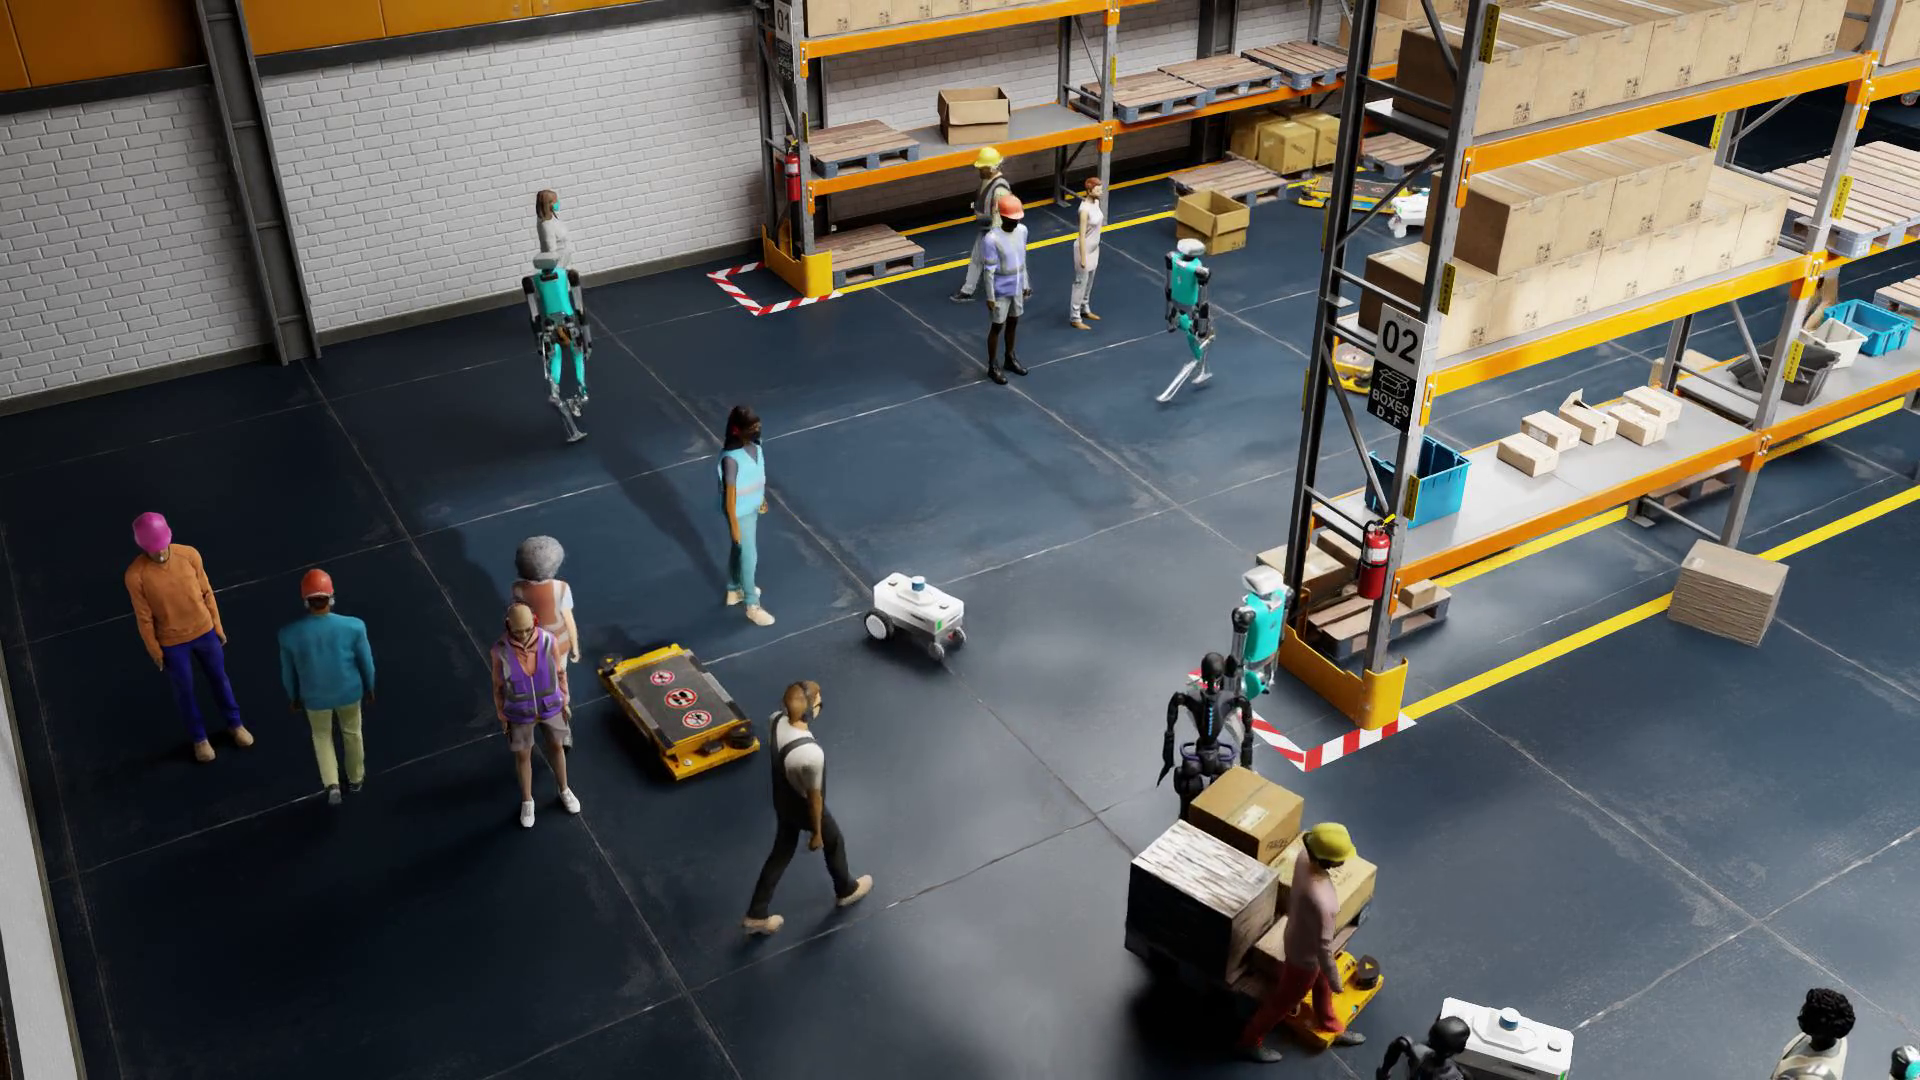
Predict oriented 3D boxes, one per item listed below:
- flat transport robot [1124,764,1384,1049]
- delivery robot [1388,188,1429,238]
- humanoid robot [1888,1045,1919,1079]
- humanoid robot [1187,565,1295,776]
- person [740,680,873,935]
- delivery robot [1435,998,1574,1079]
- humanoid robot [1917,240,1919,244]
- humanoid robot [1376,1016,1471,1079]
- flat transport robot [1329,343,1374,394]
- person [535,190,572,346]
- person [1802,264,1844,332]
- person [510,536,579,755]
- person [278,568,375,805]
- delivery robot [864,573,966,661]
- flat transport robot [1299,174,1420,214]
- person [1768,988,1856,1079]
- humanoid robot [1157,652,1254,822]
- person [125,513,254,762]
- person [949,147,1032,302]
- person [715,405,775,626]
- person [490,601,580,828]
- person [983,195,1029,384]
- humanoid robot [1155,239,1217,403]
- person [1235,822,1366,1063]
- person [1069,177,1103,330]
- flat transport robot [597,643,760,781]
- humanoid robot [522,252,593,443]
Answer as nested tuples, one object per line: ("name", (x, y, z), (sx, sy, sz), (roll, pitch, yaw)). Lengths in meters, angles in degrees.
("flat transport robot", (1.780, 2.487, 10.117), (1.431, 0.231, 0.659), (25, 40, 34))
("delivery robot", (5.613, -3.964, 20.119), (0.754, 0.575, 0.499), (-1, 32, -2))
("humanoid robot", (4.684, 3.055, 7.922), (0.760, 1.855, 0.548), (-7, 33, -11))
("humanoid robot", (1.825, 0.902, 11.284), (0.540, 1.823, 0.671), (-25, 40, -34))
("person", (-0.986, 1.615, 10.065), (0.894, 1.805, 0.498), (-27, 41, -36))
("delivery robot", (3.011, 2.845, 9.265), (0.774, 0.581, 0.499), (12, 34, 19))
("humanoid robot", (11.566, -4.228, 19.483), (0.732, 1.828, 0.554), (-2, 32, -4))
("humanoid robot", (2.202, 2.924, 8.148), (0.816, 1.619, 0.597), (-23, 39, -32))
("flat transport robot", (4.147, -1.917, 17.140), (0.659, 0.231, 1.431), (17, 36, 25))
("person", (-4.183, -2.839, 17.300), (0.337, 1.660, 0.483), (-5, 32, -8))
("person", (8.988, -2.835, 17.243), (0.520, 1.711, 0.580), (4, 32, 6))
("person", (-2.887, 0.708, 11.646), (0.420, 1.645, 0.610), (-11, 34, -16))
("person", (-4.185, 1.014, 11.097), (0.590, 1.717, 0.564), (-10, 33, -15))
("delivery robot", (-0.327, 0.548, 12.928), (0.776, 0.580, 0.499), (23, 39, 32))
("flat transport robot", (5.050, -4.344, 21.012), (1.431, 0.231, 0.659), (10, 33, 16))
("person", (4.109, 2.852, 8.199), (0.320, 1.694, 0.534), (20, 37, 28))
("humanoid robot", (1.551, 1.468, 10.425), (0.608, 1.646, 0.474), (3, 32, 4))
("person", (-5.339, 0.653, 11.447), (0.515, 1.973, 0.401), (-26, 40, -35))
("person", (0.377, -3.416, 18.110), (0.899, 1.788, 0.592), (-10, 33, -15))
("person", (-1.646, -0.216, 12.949), (0.572, 1.846, 0.547), (11, 34, 18))
("person", (-2.802, 1.126, 10.948), (0.478, 1.691, 0.348), (-13, 34, -20))
("person", (0.480, -2.498, 16.498), (0.550, 1.936, 0.353), (-27, 41, -36))
("humanoid robot", (2.335, -2.153, 16.163), (1.038, 1.734, 0.573), (-23, 39, -32))
("person", (1.943, 2.233, 9.145), (0.761, 1.730, 0.537), (3, 32, 5))
("person", (1.355, -3.061, 17.662), (0.284, 1.653, 0.446), (14, 35, 21))
("flat transport robot", (-2.078, 1.205, 12.163), (0.659, 0.231, 1.431), (-19, 37, -27))
("humanoid robot", (-3.700, -1.728, 15.450), (0.583, 1.713, 0.949), (-6, 33, -9))
